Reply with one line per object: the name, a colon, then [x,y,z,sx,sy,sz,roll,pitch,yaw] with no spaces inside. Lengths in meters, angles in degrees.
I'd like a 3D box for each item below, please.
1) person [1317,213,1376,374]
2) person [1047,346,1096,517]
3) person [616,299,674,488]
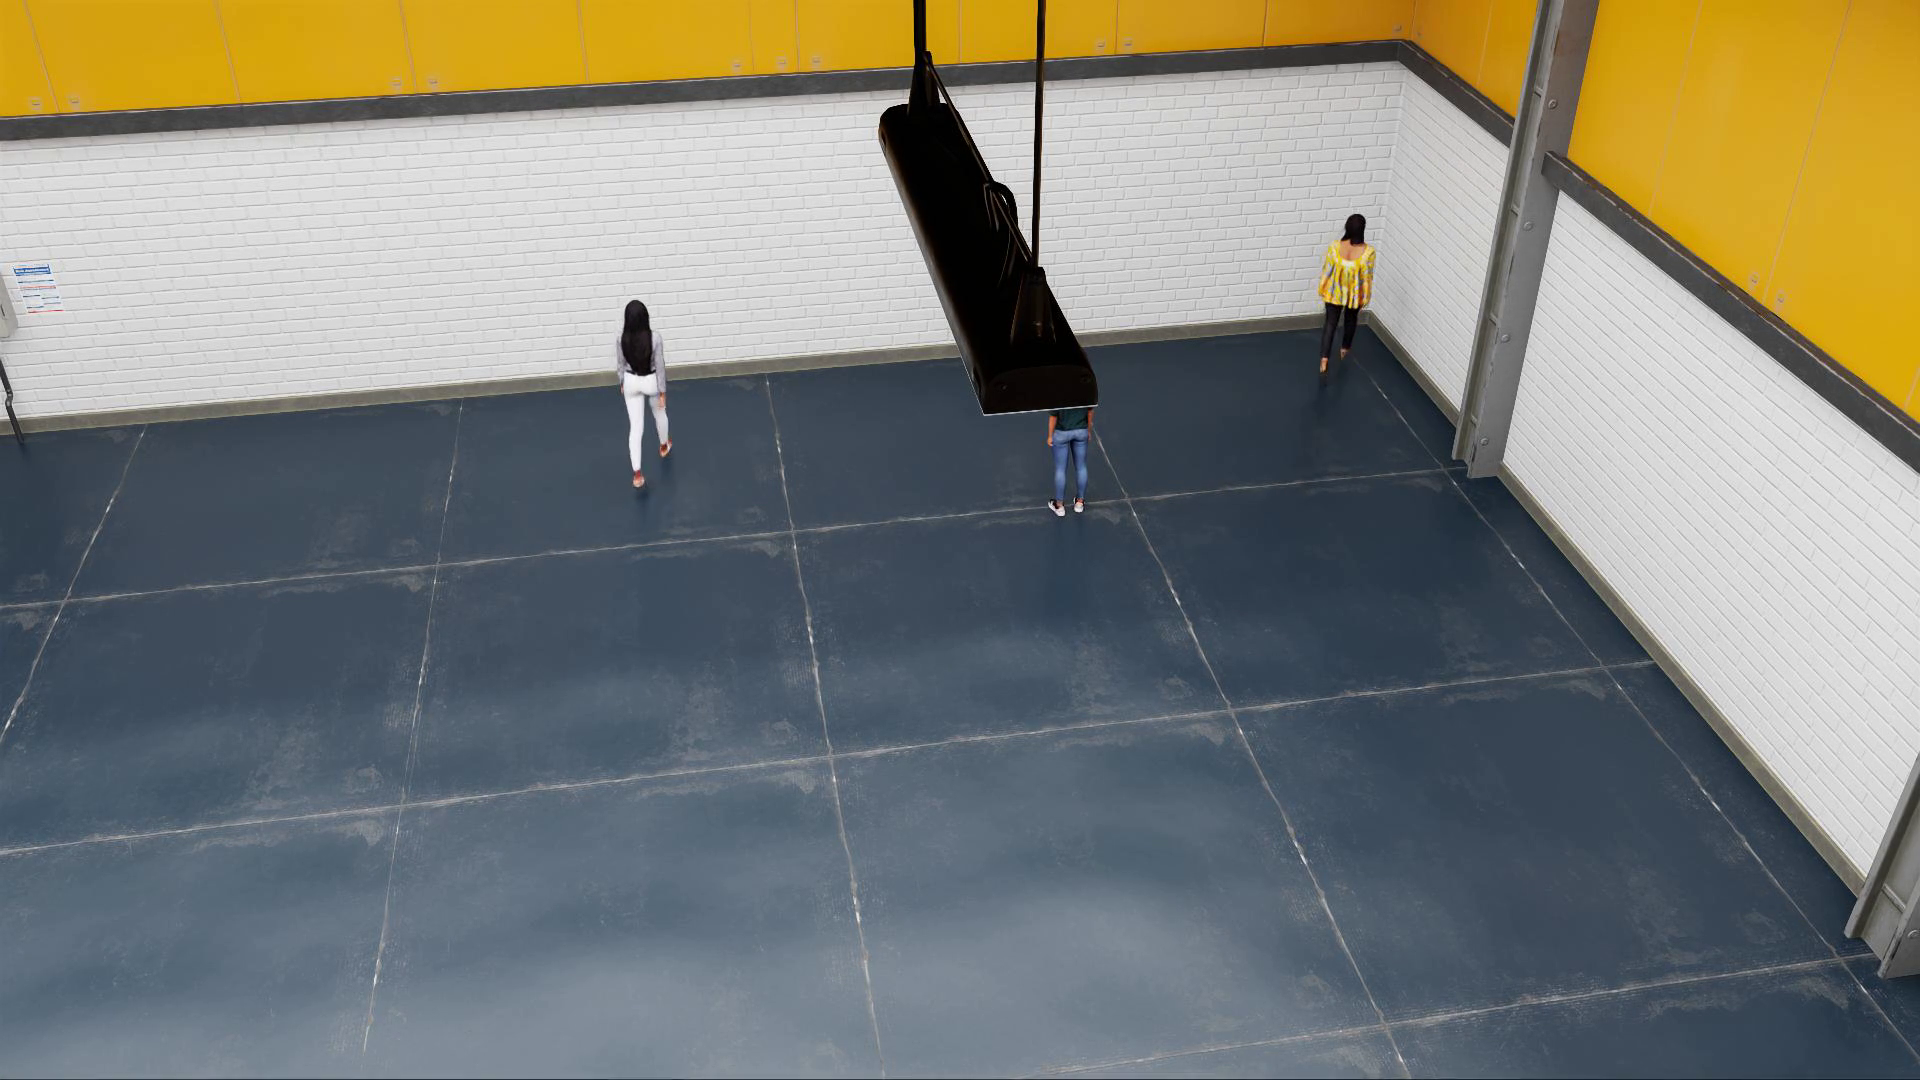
person: [3.795,-2.412,16.492,0.994,1.624,1.147,10,35,15]
person: [0.948,-0.948,14.296,0.596,1.616,0.588,-7,34,-10]
person: [-2.823,-1.271,14.724,0.768,1.682,1.236,0,34,0]
